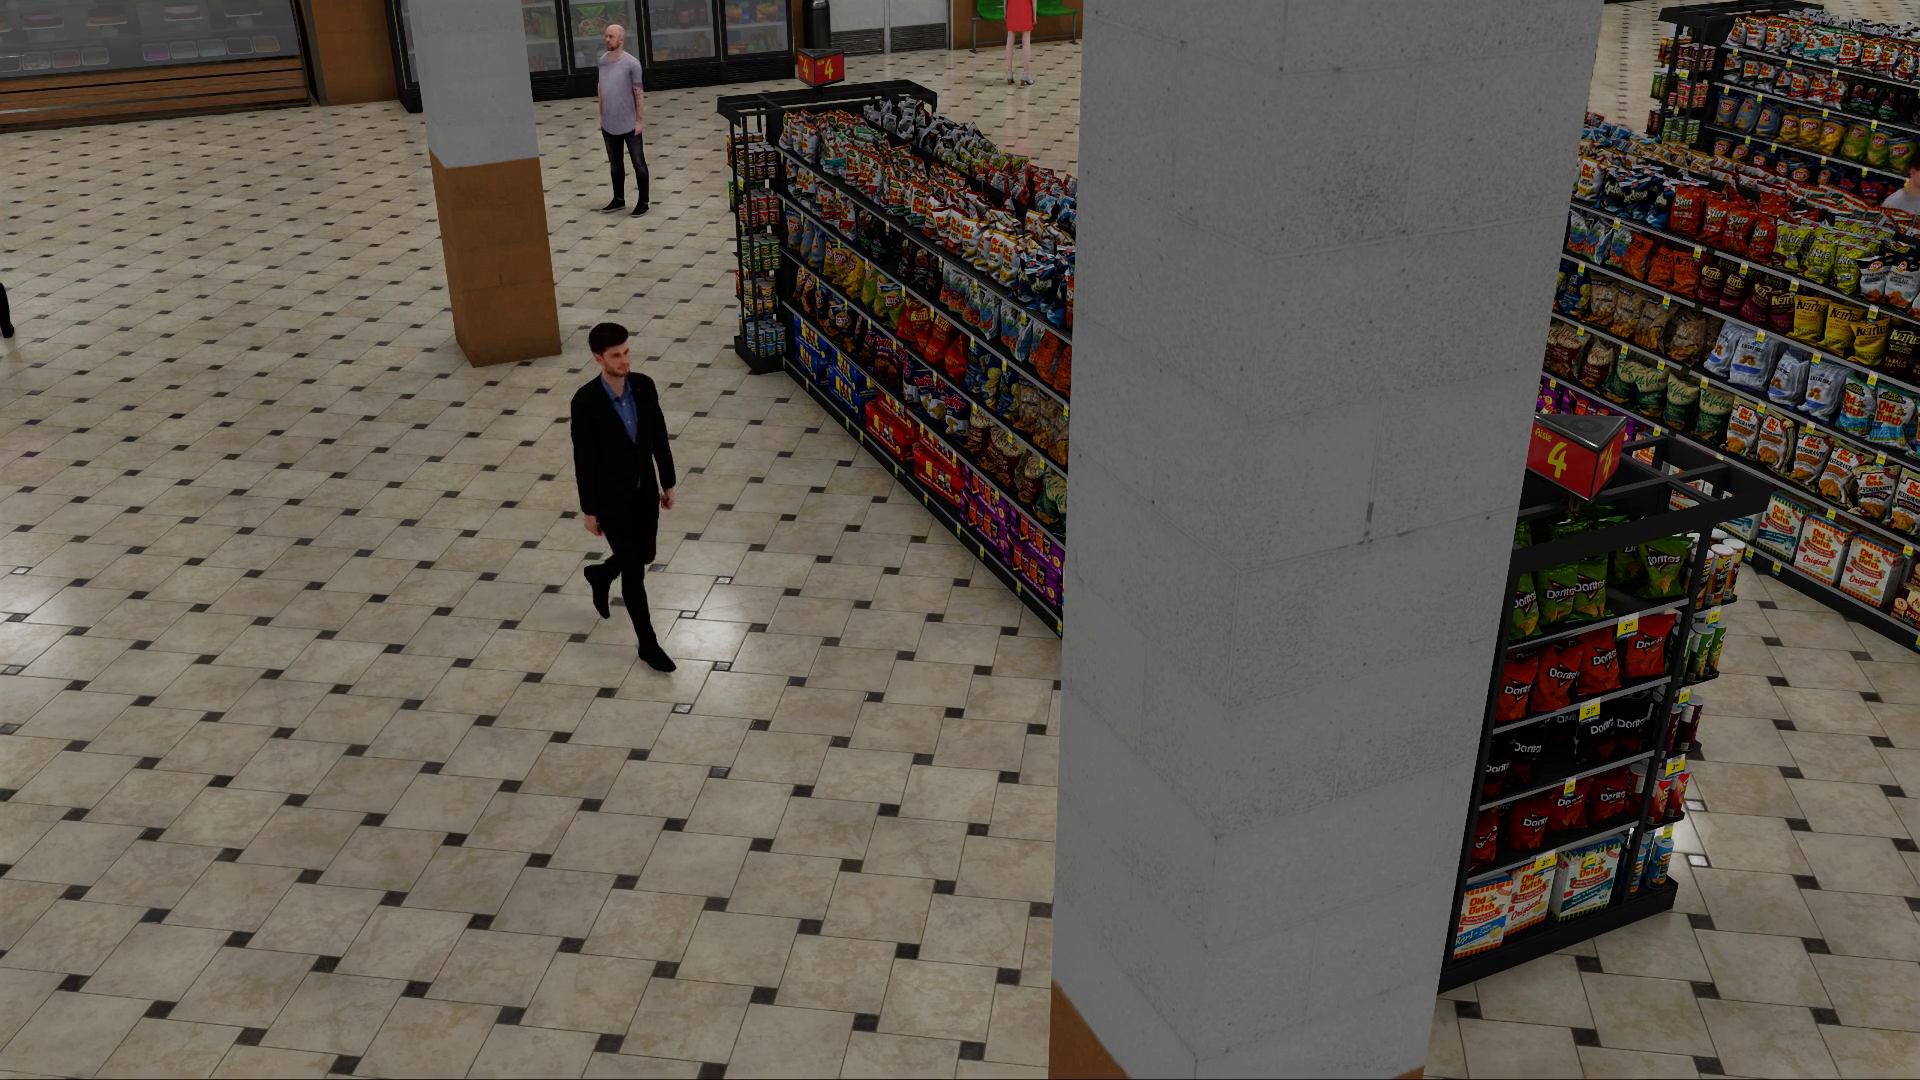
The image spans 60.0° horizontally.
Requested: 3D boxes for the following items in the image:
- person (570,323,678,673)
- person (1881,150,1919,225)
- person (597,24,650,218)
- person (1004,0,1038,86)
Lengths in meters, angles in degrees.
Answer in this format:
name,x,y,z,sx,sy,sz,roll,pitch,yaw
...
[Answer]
name,x,y,z,sx,sy,sz,roll,pitch,yaw
person,-1.793,-0.261,8.692,1.211,1.865,0.948,24,36,39
person,6.618,-1.896,11.991,0.728,1.797,1.196,-9,28,-17
person,-3.322,-4.128,16.346,0.735,1.838,0.816,12,29,23
person,0.780,-6.940,21.905,0.658,1.826,0.740,12,29,23
